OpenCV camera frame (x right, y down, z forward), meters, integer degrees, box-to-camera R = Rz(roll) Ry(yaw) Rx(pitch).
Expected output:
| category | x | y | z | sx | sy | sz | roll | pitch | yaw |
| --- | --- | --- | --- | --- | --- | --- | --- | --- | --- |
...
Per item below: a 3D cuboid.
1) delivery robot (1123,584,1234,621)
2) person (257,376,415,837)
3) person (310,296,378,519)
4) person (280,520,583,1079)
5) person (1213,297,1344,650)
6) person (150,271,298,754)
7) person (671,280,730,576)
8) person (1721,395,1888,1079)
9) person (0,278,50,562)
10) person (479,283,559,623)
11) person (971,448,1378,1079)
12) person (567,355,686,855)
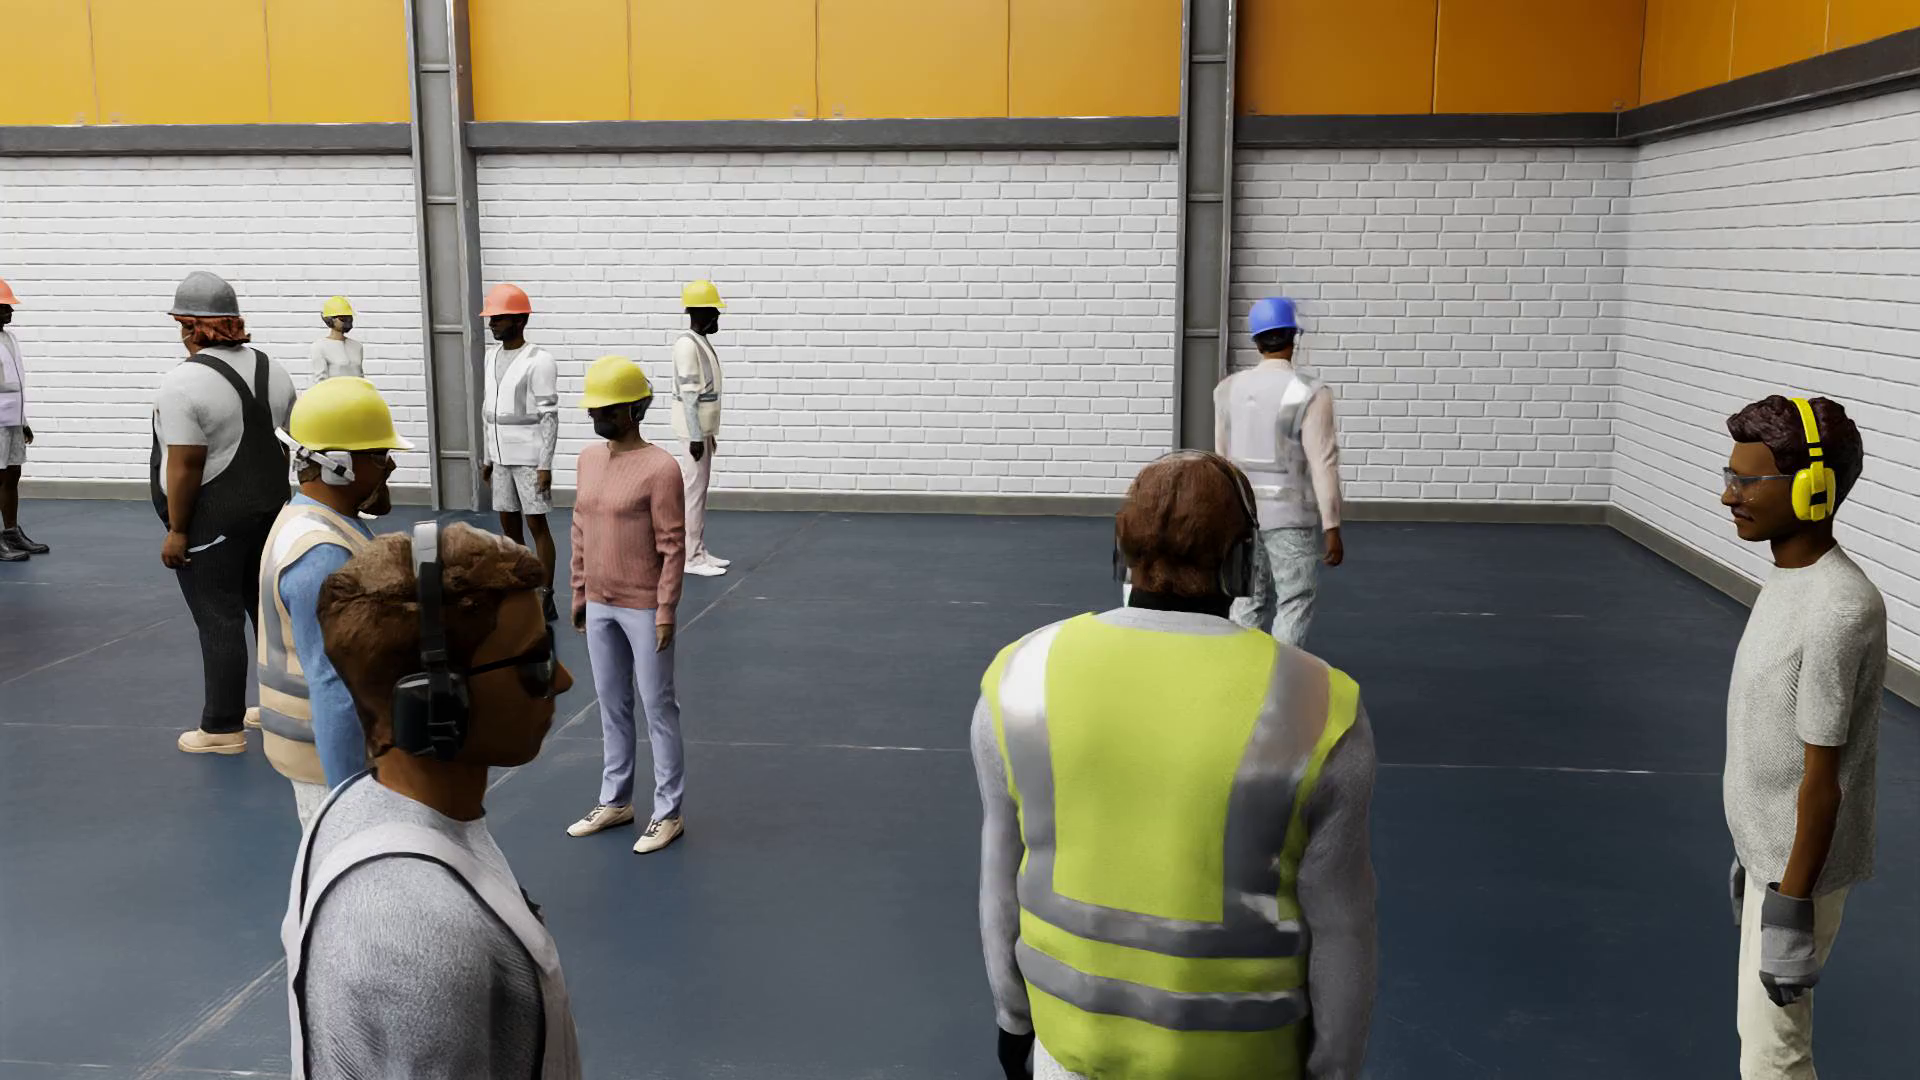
| category | x | y | z | sx | sy | sz | roll | pitch | yaw |
| --- | --- | --- | --- | --- | --- | --- | --- | --- | --- |
| delivery robot | 1.189 | 0.326 | 8.531 | 0.707 | 0.478 | 0.477 | 0 | 10 | 3 |
| person | -1.514 | 0.508 | 4.141 | 0.404 | 1.824 | 0.586 | -3 | 10 | -17 |
| person | -4.803 | -1.007 | 12.957 | 0.307 | 1.772 | 0.526 | 4 | 11 | 22 |
| person | -0.558 | 0.892 | 1.862 | 0.348 | 1.847 | 0.505 | -5 | 11 | -26 |
| person | 1.389 | -0.095 | 7.316 | 0.449 | 1.921 | 0.693 | -9 | 13 | -41 |
| person | -3.173 | -0.120 | 7.097 | 0.535 | 2.000 | 0.673 | 4 | 11 | 19 |
| person | -1.703 | -0.735 | 10.942 | 0.374 | 1.928 | 0.584 | 0 | 10 | -1 |
| person | 1.580 | 0.648 | 3.235 | 0.334 | 1.860 | 0.509 | 4 | 11 | 20 |
| person | -6.570 | -0.826 | 11.436 | 0.360 | 1.939 | 0.543 | 0 | 10 | -2 |
| person | -2.515 | -0.475 | 9.424 | 0.542 | 1.939 | 0.366 | 7 | 12 | 33 |
| person | 0.329 | 0.771 | 2.609 | 0.630 | 1.833 | 0.429 | 5 | 11 | 24 |
| person | -1.191 | 0.226 | 5.910 | 0.523 | 1.767 | 0.313 | 7 | 12 | 34 |
